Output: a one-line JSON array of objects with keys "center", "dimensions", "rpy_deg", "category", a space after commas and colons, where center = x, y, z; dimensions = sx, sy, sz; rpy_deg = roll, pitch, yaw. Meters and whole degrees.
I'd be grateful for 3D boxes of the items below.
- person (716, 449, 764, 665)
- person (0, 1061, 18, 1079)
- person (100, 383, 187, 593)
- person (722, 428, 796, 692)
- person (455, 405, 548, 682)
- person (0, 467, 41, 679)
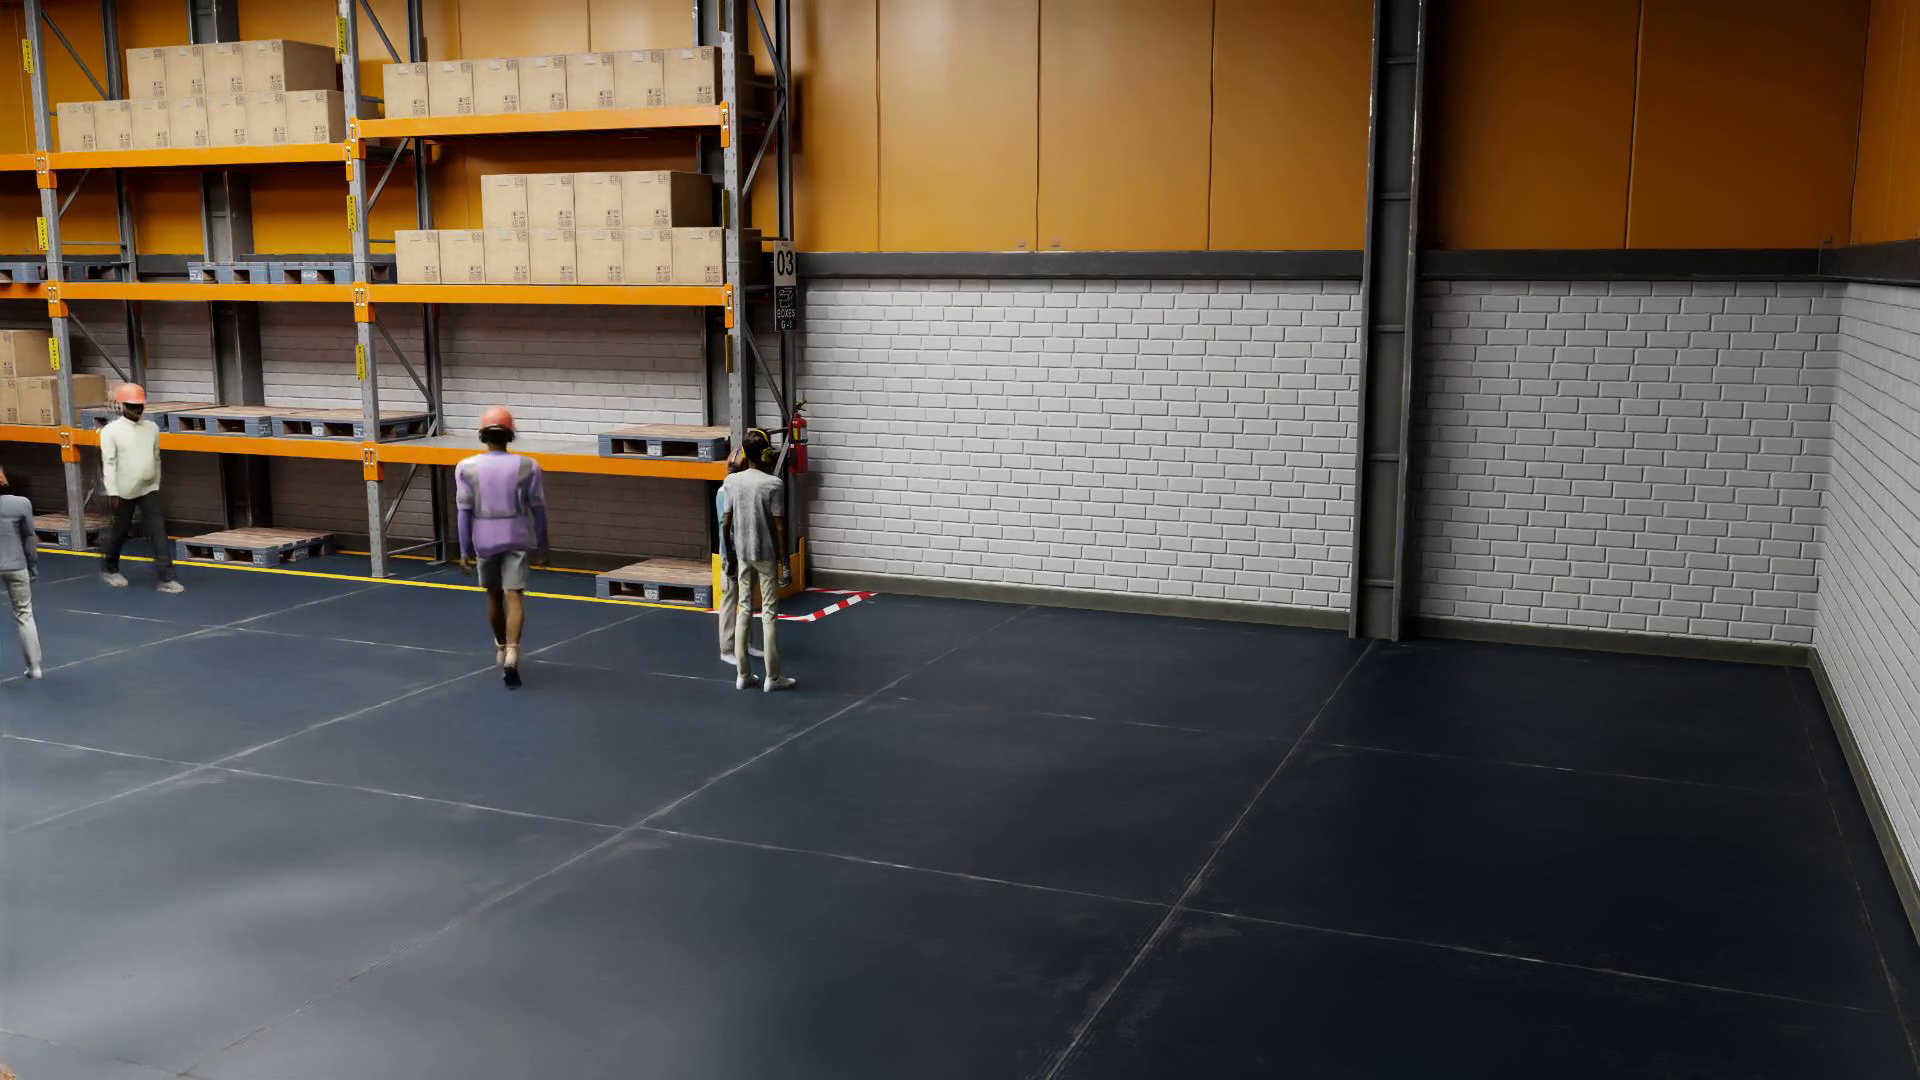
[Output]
[{"center": [-1.664, 0.119, 12.636], "dimensions": [0.310, 1.638, 0.522], "rpy_deg": [5, 10, 26], "category": "person"}, {"center": [-1.719, 1.708, 3.036], "dimensions": [0.531, 1.618, 0.377], "rpy_deg": [-9, 13, -42], "category": "person"}, {"center": [-7.659, -0.484, 15.391], "dimensions": [1.041, 1.948, 0.632], "rpy_deg": [6, 11, 31], "category": "person"}, {"center": [-1.429, 0.142, 11.797], "dimensions": [0.537, 1.869, 0.314], "rpy_deg": [4, 10, 22], "category": "person"}, {"center": [-3.345, 0.018, 12.158], "dimensions": [0.627, 2.011, 1.000], "rpy_deg": [-2, 10, -12], "category": "person"}, {"center": [-6.911, 0.233, 11.988], "dimensions": [0.519, 1.629, 0.280], "rpy_deg": [-8, 12, -41], "category": "person"}]
